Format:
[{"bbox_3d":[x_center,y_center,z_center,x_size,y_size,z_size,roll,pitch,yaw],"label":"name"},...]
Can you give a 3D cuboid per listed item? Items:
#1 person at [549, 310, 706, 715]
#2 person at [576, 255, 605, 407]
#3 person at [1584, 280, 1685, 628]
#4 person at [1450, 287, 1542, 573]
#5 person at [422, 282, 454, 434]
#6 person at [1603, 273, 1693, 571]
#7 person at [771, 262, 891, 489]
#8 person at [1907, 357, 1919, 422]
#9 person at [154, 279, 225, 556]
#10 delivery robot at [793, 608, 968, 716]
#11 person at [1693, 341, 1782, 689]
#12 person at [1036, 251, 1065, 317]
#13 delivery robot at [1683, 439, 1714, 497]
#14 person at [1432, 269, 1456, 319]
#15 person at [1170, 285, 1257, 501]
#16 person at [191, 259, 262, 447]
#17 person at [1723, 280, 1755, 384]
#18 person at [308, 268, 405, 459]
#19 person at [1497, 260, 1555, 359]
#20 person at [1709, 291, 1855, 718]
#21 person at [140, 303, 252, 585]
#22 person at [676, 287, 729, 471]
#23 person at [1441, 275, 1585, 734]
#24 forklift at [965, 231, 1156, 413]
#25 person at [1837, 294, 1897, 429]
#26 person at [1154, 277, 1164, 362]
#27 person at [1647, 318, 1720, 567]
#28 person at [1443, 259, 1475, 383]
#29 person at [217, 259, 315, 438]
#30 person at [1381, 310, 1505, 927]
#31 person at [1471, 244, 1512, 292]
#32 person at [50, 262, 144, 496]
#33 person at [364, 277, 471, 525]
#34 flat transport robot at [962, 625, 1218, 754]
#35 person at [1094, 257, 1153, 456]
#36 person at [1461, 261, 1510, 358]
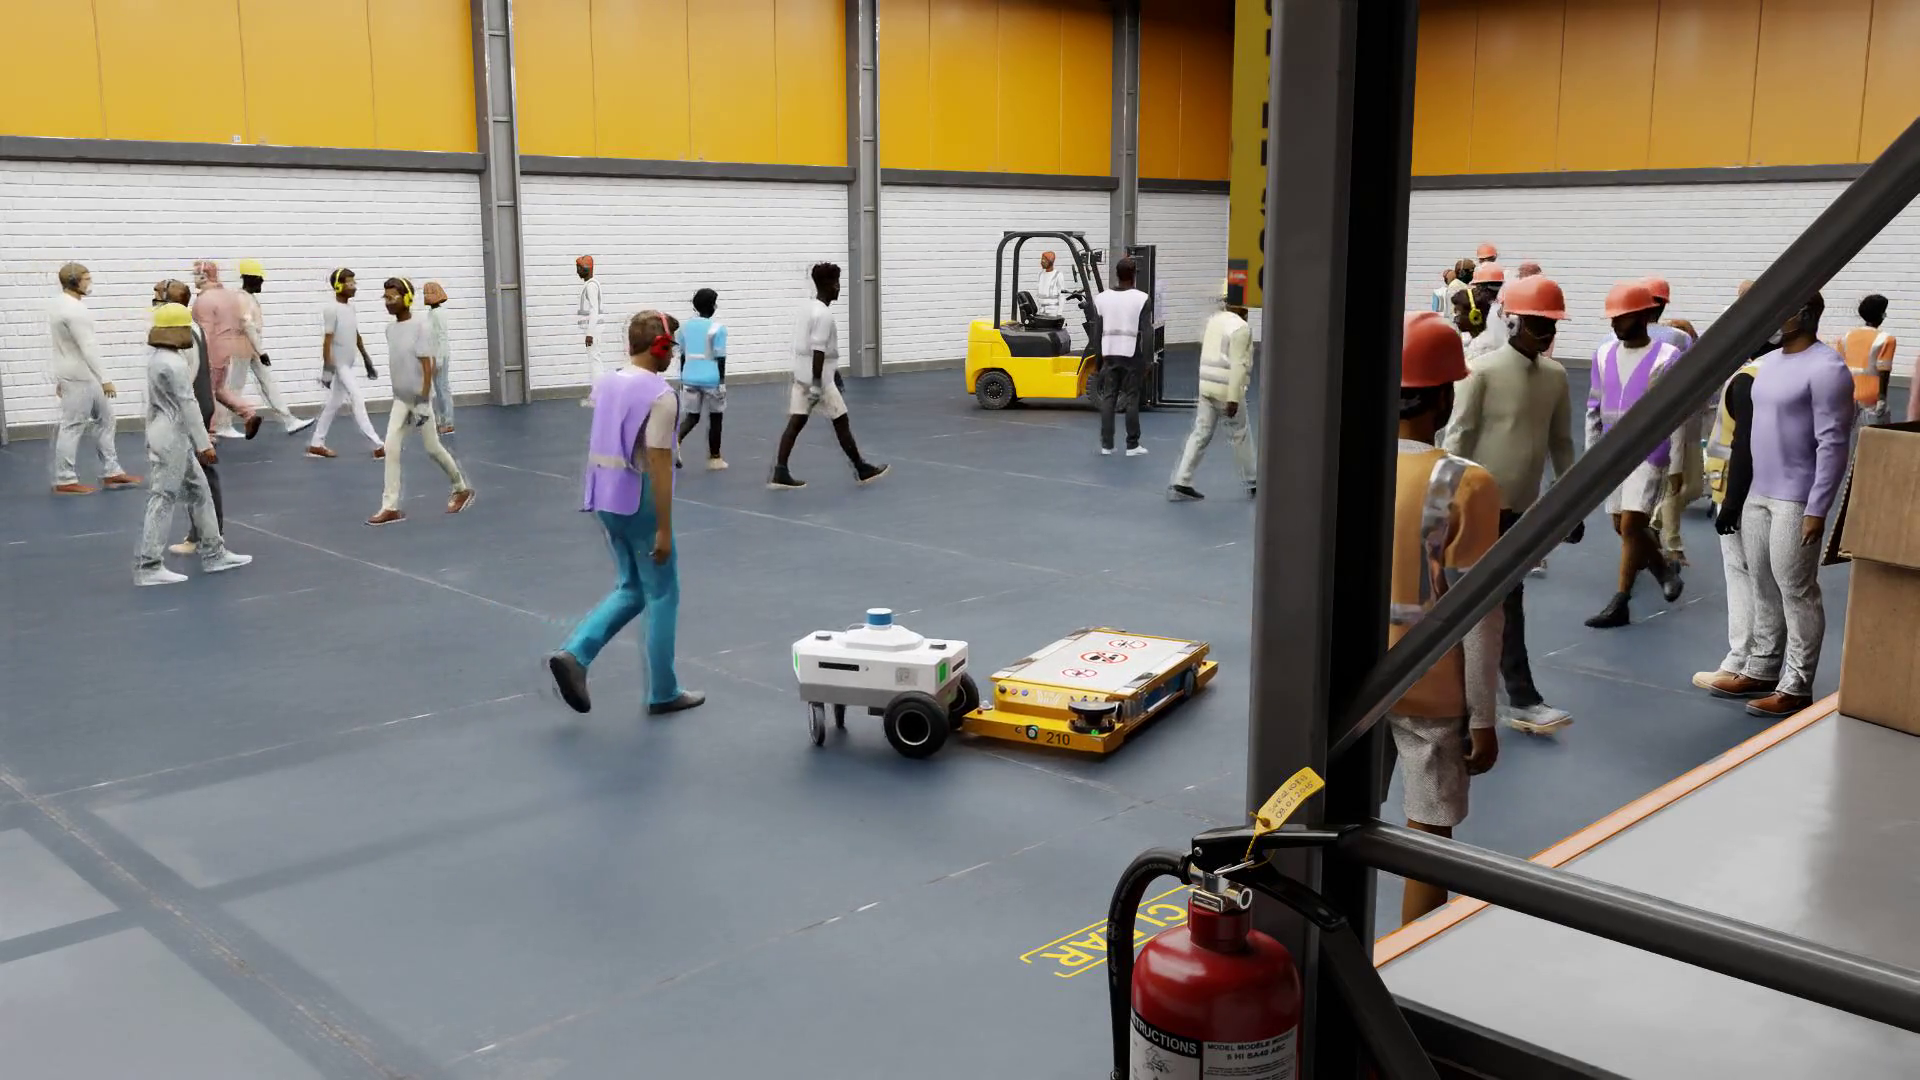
[{"bbox_3d":[-1.485,-0.098,7.313,0.640,1.814,0.617,-10,14,-43],"label":"person"},{"bbox_3d":[-4.611,-2.602,20.753,0.355,1.887,0.574,-2,11,-12],"label":"person"},{"bbox_3d":[3.780,-0.488,9.223,0.845,1.903,0.570,-8,13,-36],"label":"person"},{"bbox_3d":[3.316,-0.692,10.567,0.944,1.805,0.615,8,13,36],"label":"person"},{"bbox_3d":[-5.637,-1.955,17.919,0.284,1.633,0.497,-6,12,-28],"label":"person"},{"bbox_3d":[4.306,-0.719,10.476,0.548,1.902,0.759,2,11,12],"label":"person"},{"bbox_3d":[-1.131,-1.377,14.003,1.062,1.896,0.608,-5,11,-25],"label":"person"},{"bbox_3d":[6.384,-0.665,10.649,0.894,1.719,0.534,-9,14,-41],"label":"person"},{"bbox_3d":[-5.175,-0.818,11.140,0.326,1.843,0.515,-1,10,-4],"label":"person"},{"bbox_3d":[-0.339,0.533,7.038,0.707,0.478,0.477,3,11,18],"label":"delivery robot"},{"bbox_3d":[3.716,-0.202,7.789,0.633,1.841,0.429,-9,14,-41],"label":"person"},{"bbox_3d":[1.405,-3.587,26.132,0.362,1.883,0.575,-8,13,-37],"label":"person"},{"bbox_3d":[5.709,-0.537,12.874,0.477,0.478,0.707,5,12,27],"label":"delivery robot"},{"bbox_3d":[7.088,-3.098,24.120,0.519,1.645,0.307,1,10,5],"label":"person"},{"bbox_3d":[2.133,-1.196,13.381,0.954,1.771,0.623,-5,12,-26],"label":"person"},{"bbox_3d":[-7.502,-1.872,16.751,0.645,1.887,0.664,-1,10,-5],"label":"person"},{"bbox_3d":[8.696,-2.056,18.446,0.514,1.642,0.311,4,11,23],"label":"person"},{"bbox_3d":[-5.832,-1.670,15.861,0.980,1.817,0.511,0,10,0],"label":"person"},{"bbox_3d":[5.687,-1.872,16.792,0.667,1.872,0.847,6,12,31],"label":"person"},{"bbox_3d":[3.677,-0.180,7.406,0.354,1.937,0.635,-1,10,-3],"label":"person"},{"bbox_3d":[-4.746,-0.595,10.268,0.785,1.713,0.497,-7,13,-34],"label":"person"},{"bbox_3d":[-2.352,-1.421,14.910,0.534,1.676,0.642,5,12,26],"label":"person"},{"bbox_3d":[2.450,-0.157,7.231,0.634,1.952,0.906,-7,12,-32],"label":"person"},{"bbox_3d":[1.222,-2.721,20.561,2.313,2.155,1.214,2,11,13],"label":"forklift"},{"bbox_3d":[7.341,-1.183,13.629,0.822,1.671,0.530,-4,11,-22],"label":"person"},{"bbox_3d":[2.535,-3.033,23.183,0.642,1.870,0.955,-3,11,-17],"label":"person"},{"bbox_3d":[4.663,-0.649,10.864,0.519,1.610,0.536,-2,11,-11],"label":"person"},{"bbox_3d":[6.091,-2.475,20.202,0.429,1.838,0.621,5,12,26],"label":"person"},{"bbox_3d":[-7.405,-2.004,17.527,0.994,1.874,0.598,-1,10,-7],"label":"person"},{"bbox_3d":[1.164,0.379,4.347,0.347,1.943,0.544,-10,14,-42],"label":"person"},{"bbox_3d":[7.289,-3.083,23.039,0.755,2.006,0.638,-8,13,-38],"label":"person"},{"bbox_3d":[-7.132,-1.321,13.710,0.830,1.909,0.640,-6,12,-31],"label":"person"},{"bbox_3d":[-4.079,-1.062,12.515,0.528,1.835,0.937,5,12,27],"label":"person"},{"bbox_3d":[0.624,0.639,7.487,0.652,0.197,1.431,5,12,27],"label":"flat transport robot"},{"bbox_3d":[1.581,-1.771,16.134,0.596,1.916,0.374,6,12,29],"label":"person"},{"bbox_3d":[4.197,-1.251,13.284,0.555,1.928,0.392,-3,11,-17],"label":"person"}]
